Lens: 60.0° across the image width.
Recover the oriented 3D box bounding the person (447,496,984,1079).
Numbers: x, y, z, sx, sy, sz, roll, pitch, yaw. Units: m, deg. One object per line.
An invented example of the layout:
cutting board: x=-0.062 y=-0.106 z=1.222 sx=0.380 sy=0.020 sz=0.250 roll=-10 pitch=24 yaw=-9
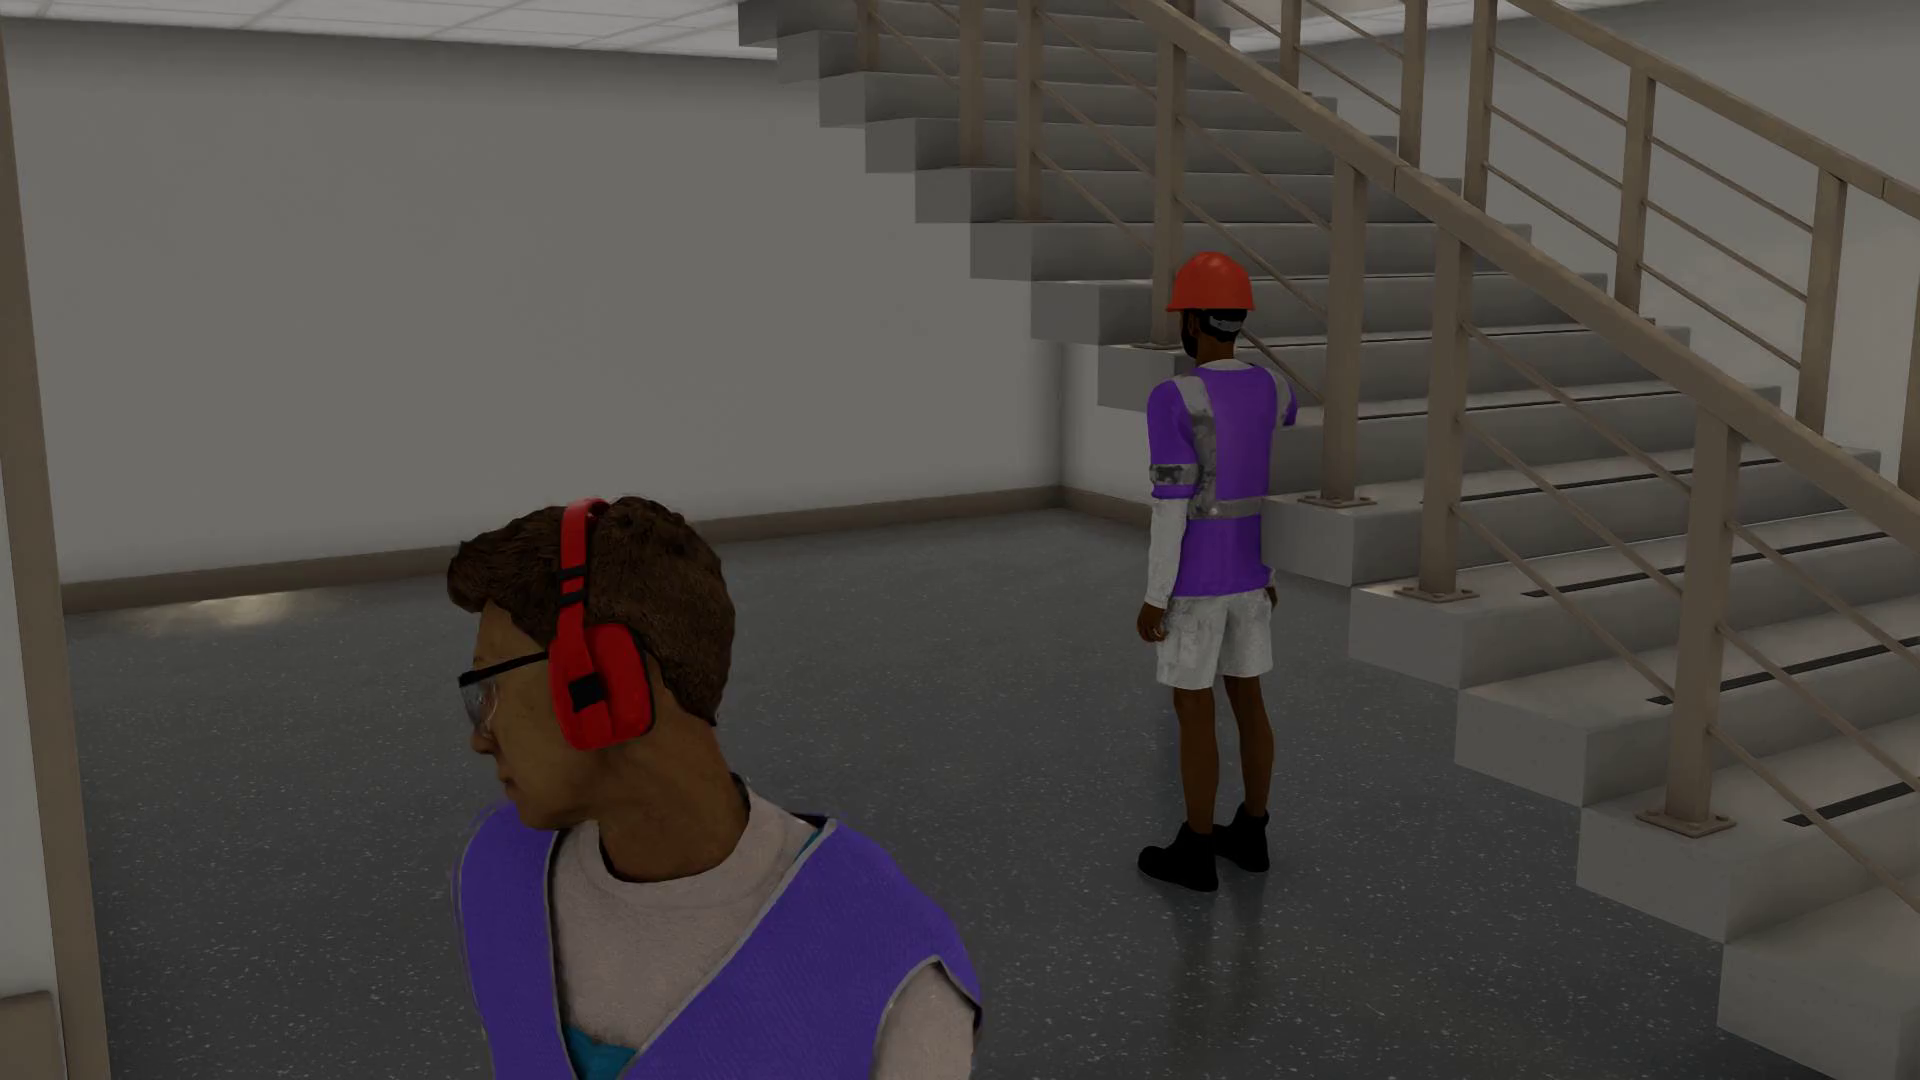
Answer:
person: x=-0.183 y=0.842 z=1.556 sx=0.618 sy=1.810 sz=0.819 roll=7 pitch=13 yaw=34

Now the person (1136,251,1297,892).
person: x=0.755 y=0.100 z=5.089 sx=0.548 sy=1.936 sz=0.378 roll=-7 pitch=13 yaw=-34
